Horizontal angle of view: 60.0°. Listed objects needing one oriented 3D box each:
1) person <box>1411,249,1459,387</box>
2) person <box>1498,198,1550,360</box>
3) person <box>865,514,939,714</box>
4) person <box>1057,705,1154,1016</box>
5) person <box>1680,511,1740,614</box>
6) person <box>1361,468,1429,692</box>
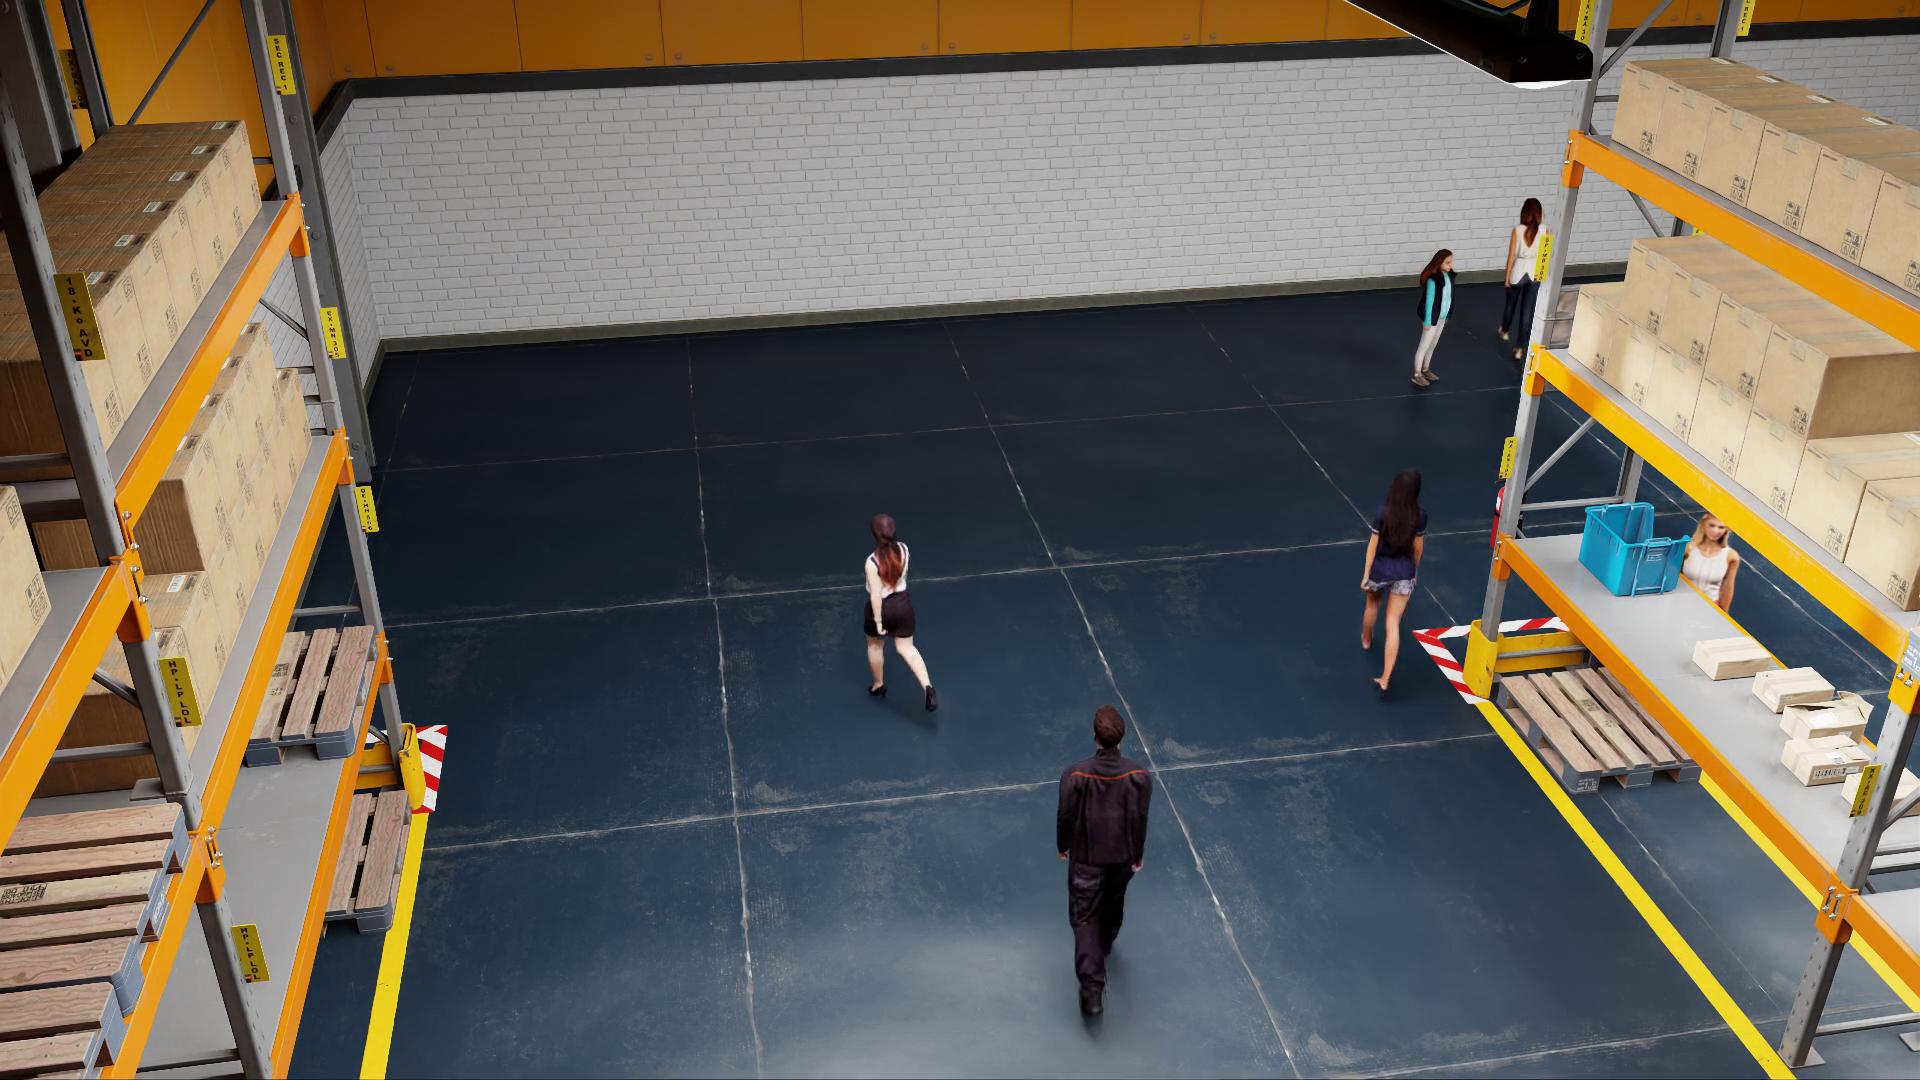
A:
[{"bbox_3d":[5.074,-2.402,17.806,0.732,1.499,0.687,25,37,38],"label":"person"},{"bbox_3d":[6.249,-2.845,18.353,0.794,1.751,1.060,4,29,8],"label":"person"},{"bbox_3d":[-0.456,0.574,12.217,0.853,1.625,1.073,-21,35,-34],"label":"person"},{"bbox_3d":[0.834,1.873,9.579,0.753,1.871,1.232,-3,29,-5],"label":"person"},{"bbox_3d":[5.316,0.549,12.080,0.718,1.800,0.744,10,30,17],"label":"person"},{"bbox_3d":[3.273,0.335,12.566,0.827,1.711,1.195,3,29,5],"label":"person"}]
